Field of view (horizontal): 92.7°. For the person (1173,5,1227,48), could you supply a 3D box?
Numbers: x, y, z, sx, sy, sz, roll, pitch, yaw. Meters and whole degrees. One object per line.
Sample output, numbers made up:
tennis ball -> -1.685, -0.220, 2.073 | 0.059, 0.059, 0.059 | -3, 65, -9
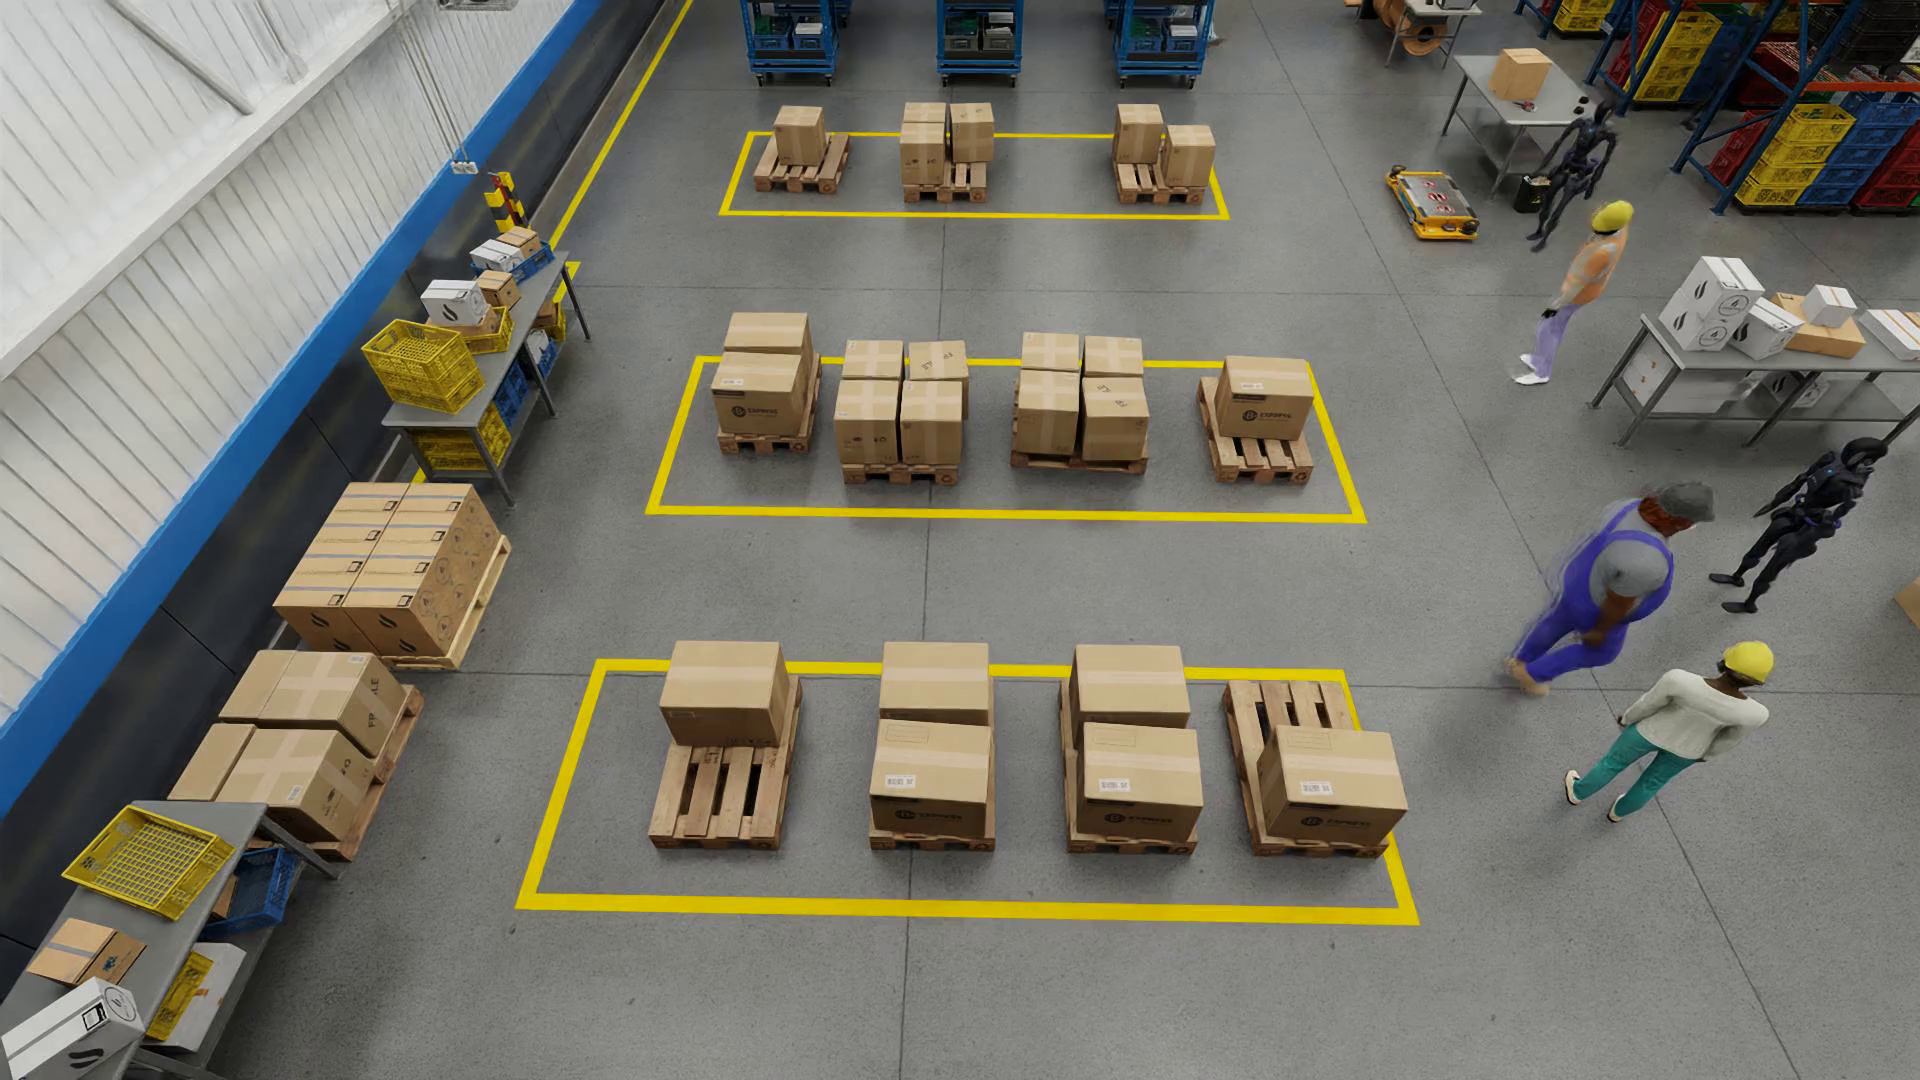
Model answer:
person -> 3.658, -8.405, 13.774 | 0.975, 1.831, 0.594 | 5, 49, 4

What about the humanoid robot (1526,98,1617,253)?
humanoid robot -> 6.661, -4.011, 10.075 | 0.538, 1.640, 0.599 | -24, 53, -20

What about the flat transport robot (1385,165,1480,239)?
flat transport robot -> 5.692, -4.094, 11.059 | 0.652, 0.197, 1.431 | 1, 49, 1

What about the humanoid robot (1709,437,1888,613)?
humanoid robot -> 6.111, -0.110, 6.695 | 0.360, 1.648, 0.570 | 10, 50, 9

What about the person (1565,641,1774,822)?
person -> 4.272, 1.173, 5.528 | 0.522, 1.766, 0.311 | 26, 54, 21

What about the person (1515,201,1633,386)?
person -> 5.696, -2.269, 8.441 | 0.377, 1.880, 0.653 | 35, 58, 27

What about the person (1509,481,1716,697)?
person -> 4.278, 0.357, 6.054 | 0.536, 2.000, 0.710 | 14, 51, 12

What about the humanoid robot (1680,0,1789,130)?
humanoid robot -> 10.158, -6.259, 12.021 | 0.679, 1.646, 0.391 | -32, 56, -25
